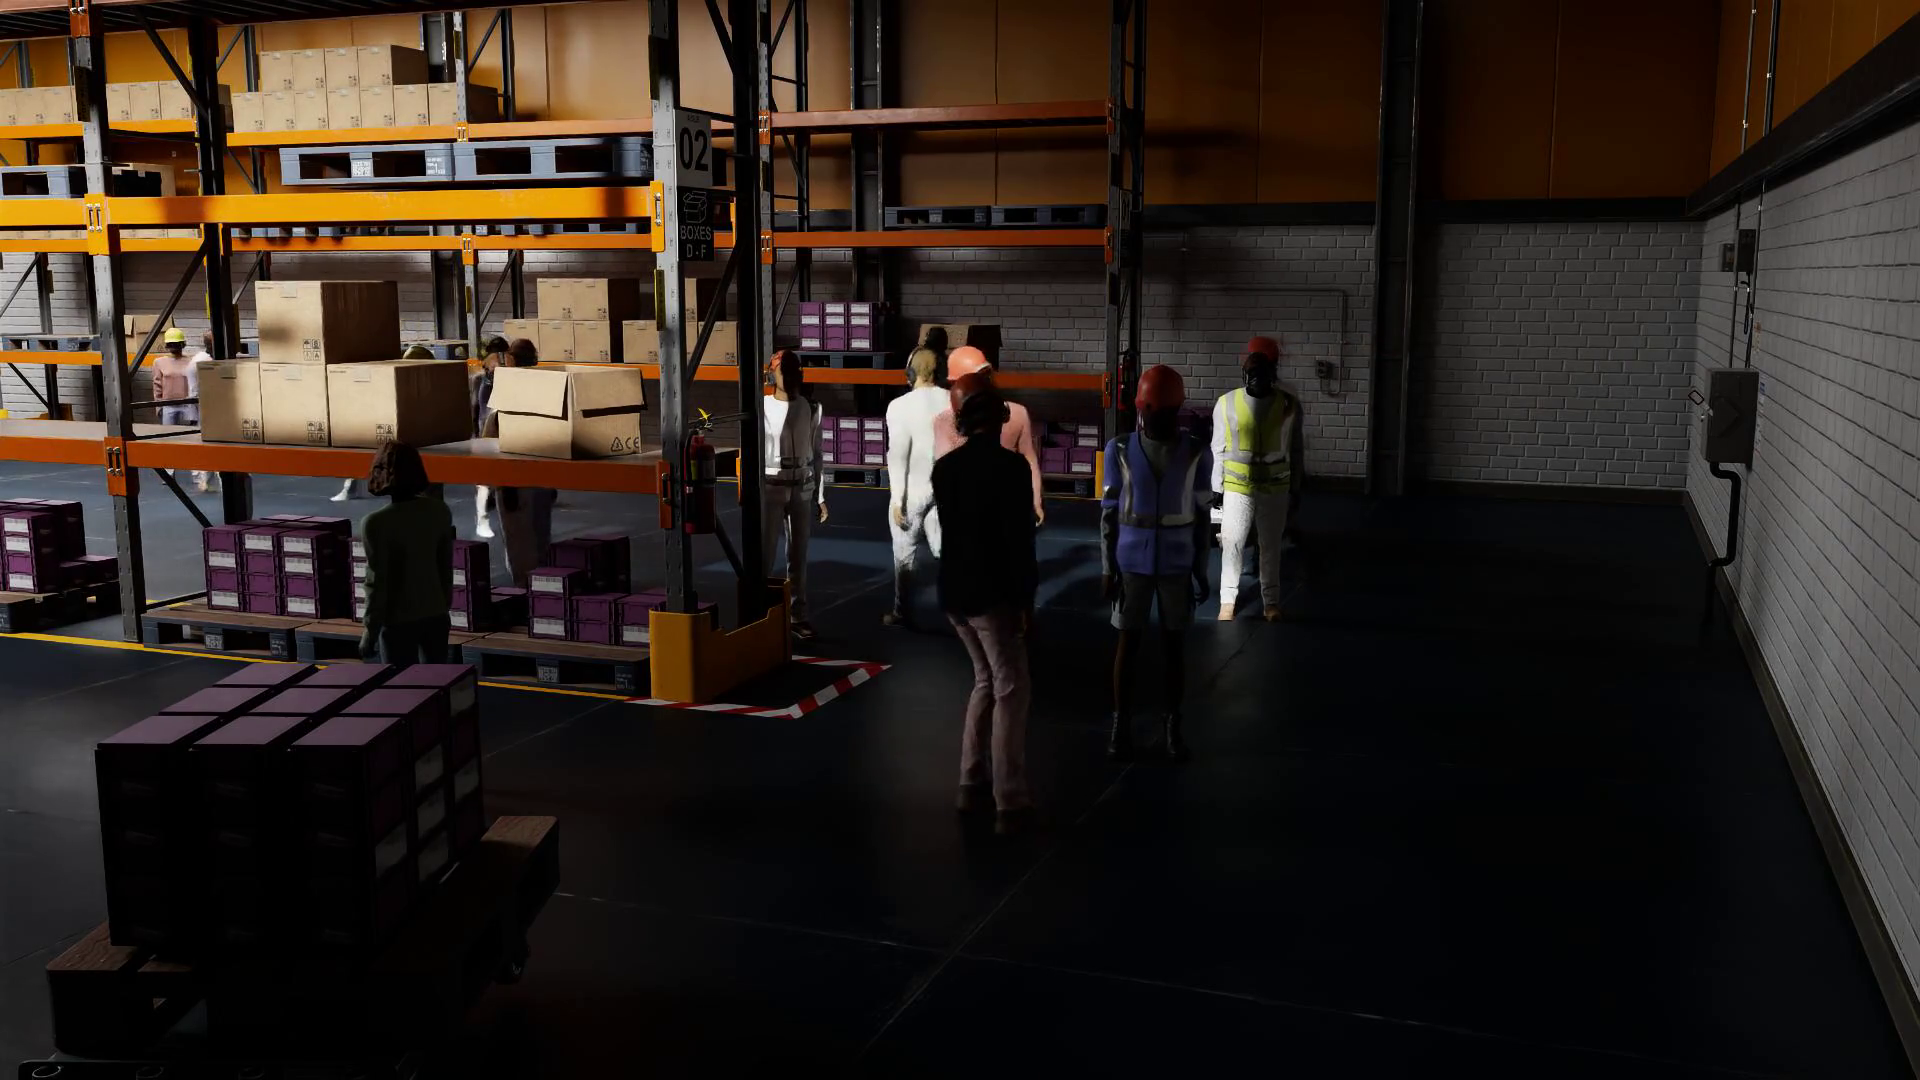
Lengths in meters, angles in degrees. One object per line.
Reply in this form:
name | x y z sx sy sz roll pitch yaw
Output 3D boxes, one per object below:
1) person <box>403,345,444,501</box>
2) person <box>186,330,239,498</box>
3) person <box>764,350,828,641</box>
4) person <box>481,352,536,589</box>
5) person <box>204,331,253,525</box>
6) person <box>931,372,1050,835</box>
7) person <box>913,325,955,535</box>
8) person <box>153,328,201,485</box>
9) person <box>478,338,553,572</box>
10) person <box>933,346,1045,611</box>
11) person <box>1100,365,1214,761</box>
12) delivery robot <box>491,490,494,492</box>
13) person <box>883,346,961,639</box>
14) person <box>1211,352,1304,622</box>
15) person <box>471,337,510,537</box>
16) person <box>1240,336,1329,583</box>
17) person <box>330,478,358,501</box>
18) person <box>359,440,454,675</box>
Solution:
person | -4.033 -0.540 12.487 0.404 1.837 0.595 -1 9 -7
person | -7.943 -1.353 17.732 0.853 1.808 0.642 5 10 30
person | -1.121 -0.271 10.655 0.572 1.883 0.354 -5 10 -30
person | -3.115 -0.383 11.522 0.428 1.837 0.625 -2 9 -9
person | -6.600 -0.971 15.041 0.355 1.887 0.572 -2 9 -13
person | 0.114 0.253 7.201 0.401 1.941 0.652 -6 11 -34
person | -0.156 -0.947 14.786 0.633 1.922 0.640 -8 12 -41
person | -8.800 -1.503 18.753 0.523 1.769 0.323 -3 9 -16
person | -3.348 -0.615 12.787 0.657 1.891 0.661 -2 9 -14
person | 0.182 -0.189 9.957 0.682 1.945 1.002 0 9 -3
person | 0.948 0.121 8.049 0.542 1.929 0.374 1 9 4
delivery robot | -4.530 -0.657 16.923 0.707 0.478 0.477 -5 10 -27
person | -0.180 -0.304 10.801 0.640 1.910 0.903 -7 11 -36
person | 2.014 -0.355 11.315 0.633 1.841 0.429 1 9 4
person | -4.080 -0.891 14.764 0.533 1.817 0.957 -7 11 -38
person | 2.458 -0.597 12.652 0.832 1.909 0.546 6 11 32
person | -6.276 -1.374 17.584 0.597 1.892 0.896 7 11 37
person | -2.450 0.372 7.396 0.278 1.634 0.498 5 10 28
